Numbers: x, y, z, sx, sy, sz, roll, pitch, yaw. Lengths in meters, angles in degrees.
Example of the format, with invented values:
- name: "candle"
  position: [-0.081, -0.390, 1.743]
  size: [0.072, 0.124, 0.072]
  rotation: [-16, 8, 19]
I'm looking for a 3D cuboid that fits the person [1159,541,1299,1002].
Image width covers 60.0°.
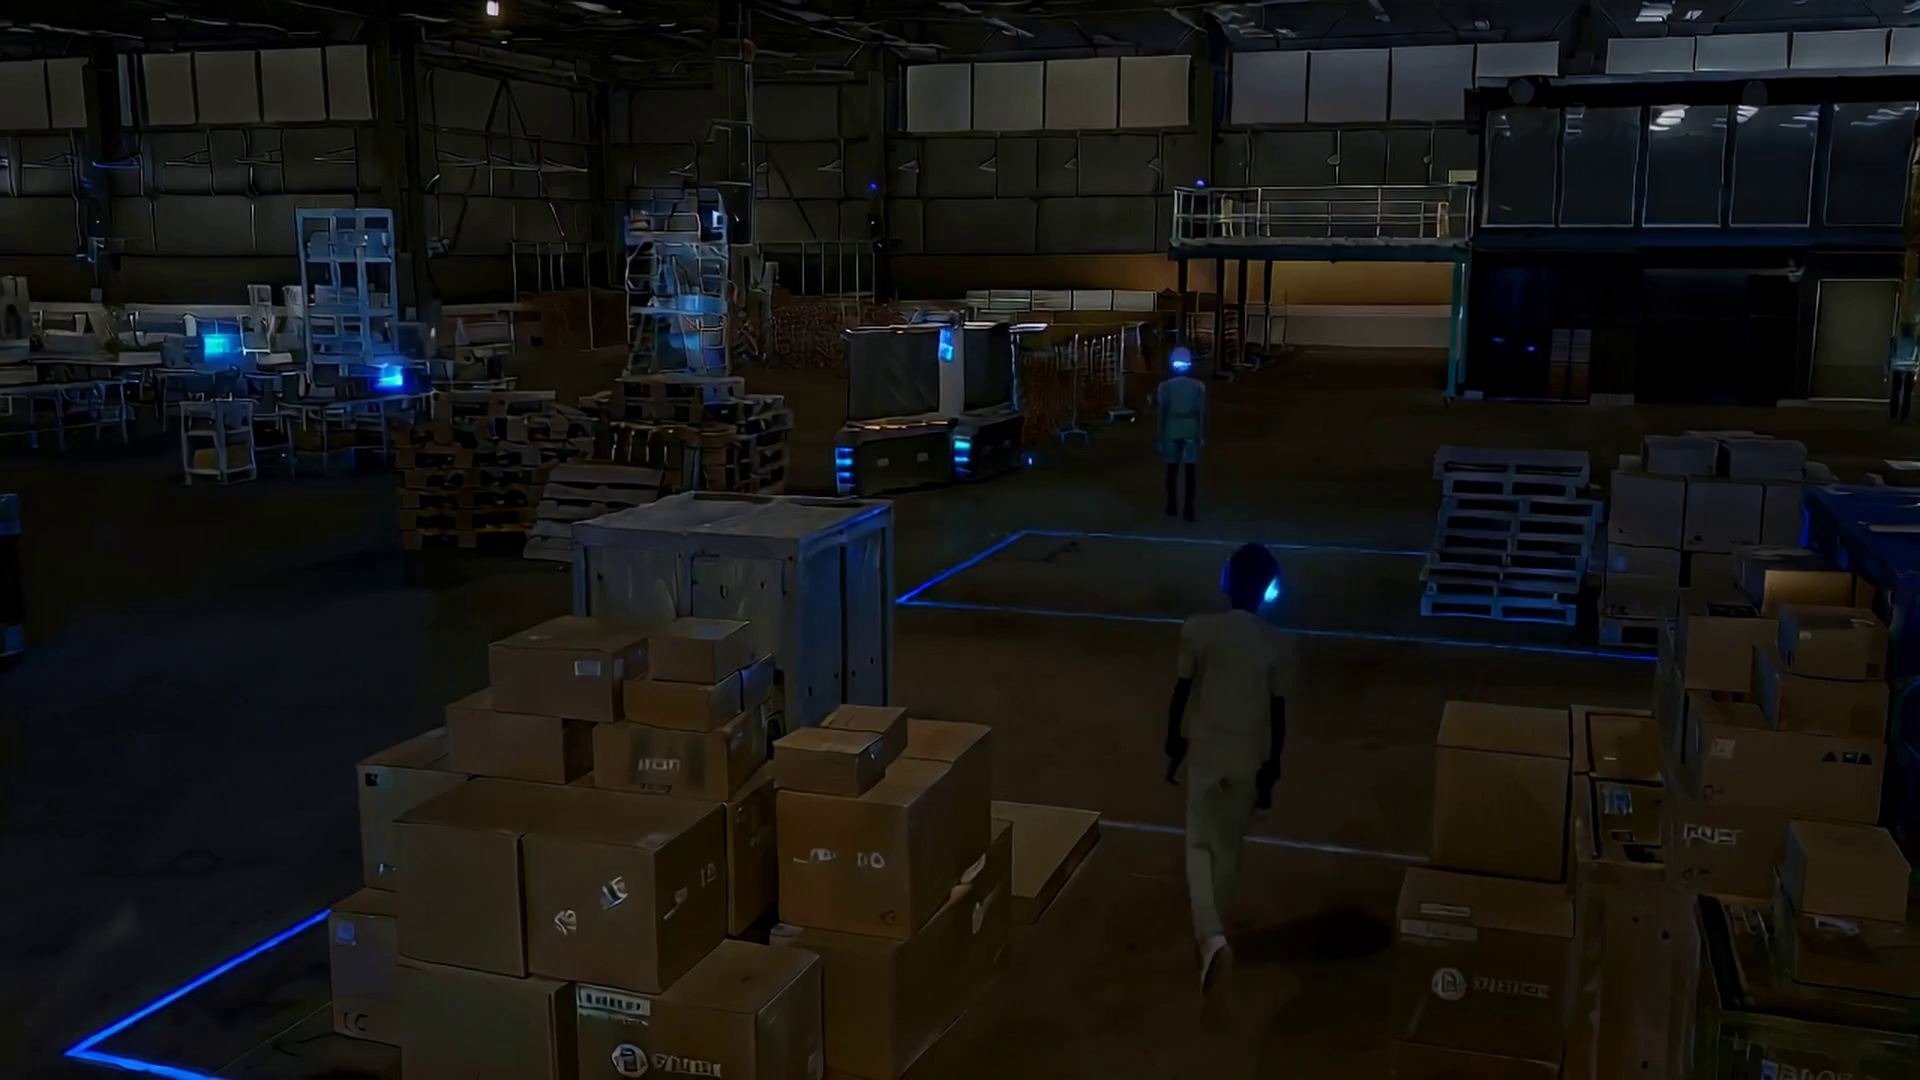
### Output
- name: "person"
  position: [1.097, 0.929, 6.801]
  size: [0.550, 1.830, 0.816]
  rotation: [1, 10, 3]

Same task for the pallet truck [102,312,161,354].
- name: "pallet truck"
  position: [-23.057, -5.777, 46.261]
  size: [0.680, 1.201, 1.601]
  rotation: [3, 11, 19]

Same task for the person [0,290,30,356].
- name: "person"
  position: [-21.837, -4.784, 38.508]
  size: [0.951, 2.013, 0.617]
  rotation: [-5, 11, -25]

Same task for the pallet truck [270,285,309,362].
- name: "pallet truck"
  position: [-17.147, -5.700, 43.663]
  size: [0.823, 1.965, 1.885]
  rotation: [3, 11, 17]

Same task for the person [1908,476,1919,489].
- name: "person"
  position: [5.345, 0.503, 8.931]
  size: [0.687, 1.922, 0.547]
  rotation: [1, 10, 4]

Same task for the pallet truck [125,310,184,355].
- name: "pallet truck"
  position: [-22.038, -5.665, 45.457]
  size: [0.704, 1.261, 1.522]
  rotation: [3, 11, 17]

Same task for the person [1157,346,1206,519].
- name: "person"
  position: [2.453, -1.181, 18.432]
  size: [0.564, 1.916, 0.717]
  rotation: [1, 10, 4]

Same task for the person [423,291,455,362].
- name: "person"
  position: [-13.459, -5.508, 42.992]
  size: [1.006, 1.848, 0.656]
  rotation: [-2, 10, -11]

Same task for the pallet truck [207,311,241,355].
- name: "pallet truck"
  position: [-19.537, -5.575, 44.913]
  size: [0.653, 1.274, 1.630]
  rotation: [3, 11, 19]

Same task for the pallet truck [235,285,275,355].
- name: "pallet truck"
  position: [-18.327, -5.835, 44.421]
  size: [0.823, 1.965, 1.885]
  rotation: [4, 11, 23]

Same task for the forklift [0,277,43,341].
- name: "forklift"
  position: [-27.151, -6.329, 46.328]
  size: [1.157, 1.987, 2.680]
  rotation: [3, 11, 17]

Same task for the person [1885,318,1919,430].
- name: "person"
  position: [15.538, -2.720, 27.366]
  size: [0.579, 1.834, 0.974]
  rotation: [5, 11, 26]
